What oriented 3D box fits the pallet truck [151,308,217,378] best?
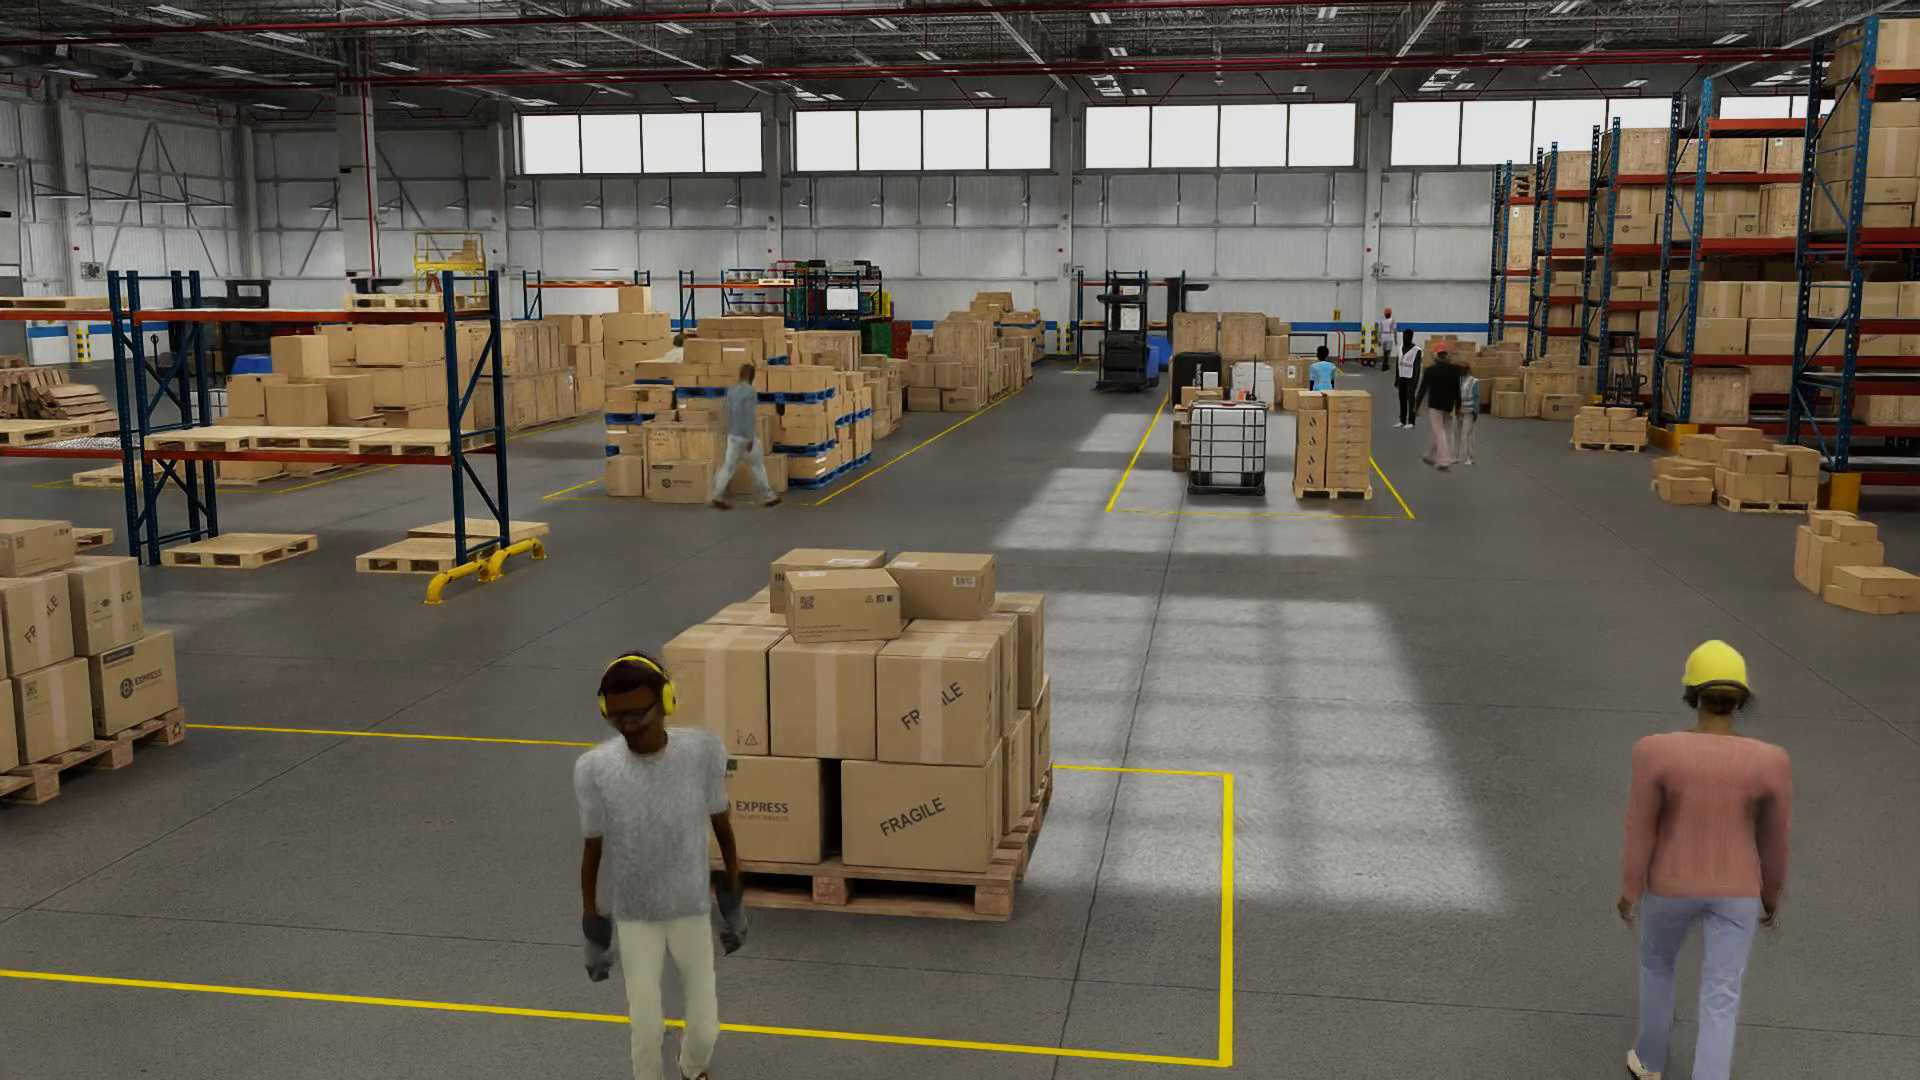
[{"bbox_3d":[-21.869,-5.598,47.154,0.823,1.965,1.885,4,10,26],"label":"pallet truck"}]

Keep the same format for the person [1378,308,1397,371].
[{"bbox_3d":[12.938,-6.080,50.427,0.544,1.914,0.894,6,11,32],"label":"person"}]

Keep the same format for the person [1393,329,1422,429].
[{"bbox_3d":[8.622,-3.097,32.007,0.397,1.911,0.587,-5,11,-30],"label":"person"}]

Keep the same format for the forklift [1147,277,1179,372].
[{"bbox_3d":[6.191,-6.276,48.624,1.873,2.768,1.129,1,9,9],"label":"forklift"}]

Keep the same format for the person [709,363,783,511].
[{"bbox_3d":[-2.791,-1.303,21.127,1.020,1.877,0.641,-8,12,-42],"label":"person"}]

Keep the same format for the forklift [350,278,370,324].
[{"bbox_3d":[-15.668,-5.475,43.681,1.873,2.768,1.129,-3,10,-19],"label":"forklift"}]

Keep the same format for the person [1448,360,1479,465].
[{"bbox_3d":[7.887,-1.993,26.050,0.322,1.633,0.525,-8,12,-40],"label":"person"}]

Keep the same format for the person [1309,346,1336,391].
[{"bbox_3d":[6.441,-2.610,29.650,0.540,1.696,0.316,-3,10,-20],"label":"person"}]

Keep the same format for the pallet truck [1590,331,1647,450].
[{"bbox_3d":[11.253,-2.573,28.499,0.823,1.965,1.885,5,10,27],"label":"pallet truck"}]

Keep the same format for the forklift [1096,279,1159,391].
[{"bbox_3d":[4.300,-5.212,42.061,1.129,2.768,1.873,4,10,24],"label":"forklift"}]

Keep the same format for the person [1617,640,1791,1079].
[{"bbox_3d":[2.636,1.205,5.944,0.548,1.741,0.710,3,10,16],"label":"person"}]

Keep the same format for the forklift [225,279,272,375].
[{"bbox_3d":[-16.303,-4.603,38.304,1.873,2.768,1.129,7,11,36],"label":"forklift"}]

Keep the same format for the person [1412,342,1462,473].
[{"bbox_3d":[7.212,-2.026,25.293,0.644,1.938,1.028,-4,10,-24],"label":"person"}]

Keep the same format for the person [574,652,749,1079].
[{"bbox_3d":[-0.981,1.234,5.520,0.551,1.835,0.552,-2,9,-12],"label":"person"}]

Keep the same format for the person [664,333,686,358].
[{"bbox_3d":[-5.070,-2.821,30.382,0.643,1.897,1.018,-2,9,-11],"label":"person"}]
